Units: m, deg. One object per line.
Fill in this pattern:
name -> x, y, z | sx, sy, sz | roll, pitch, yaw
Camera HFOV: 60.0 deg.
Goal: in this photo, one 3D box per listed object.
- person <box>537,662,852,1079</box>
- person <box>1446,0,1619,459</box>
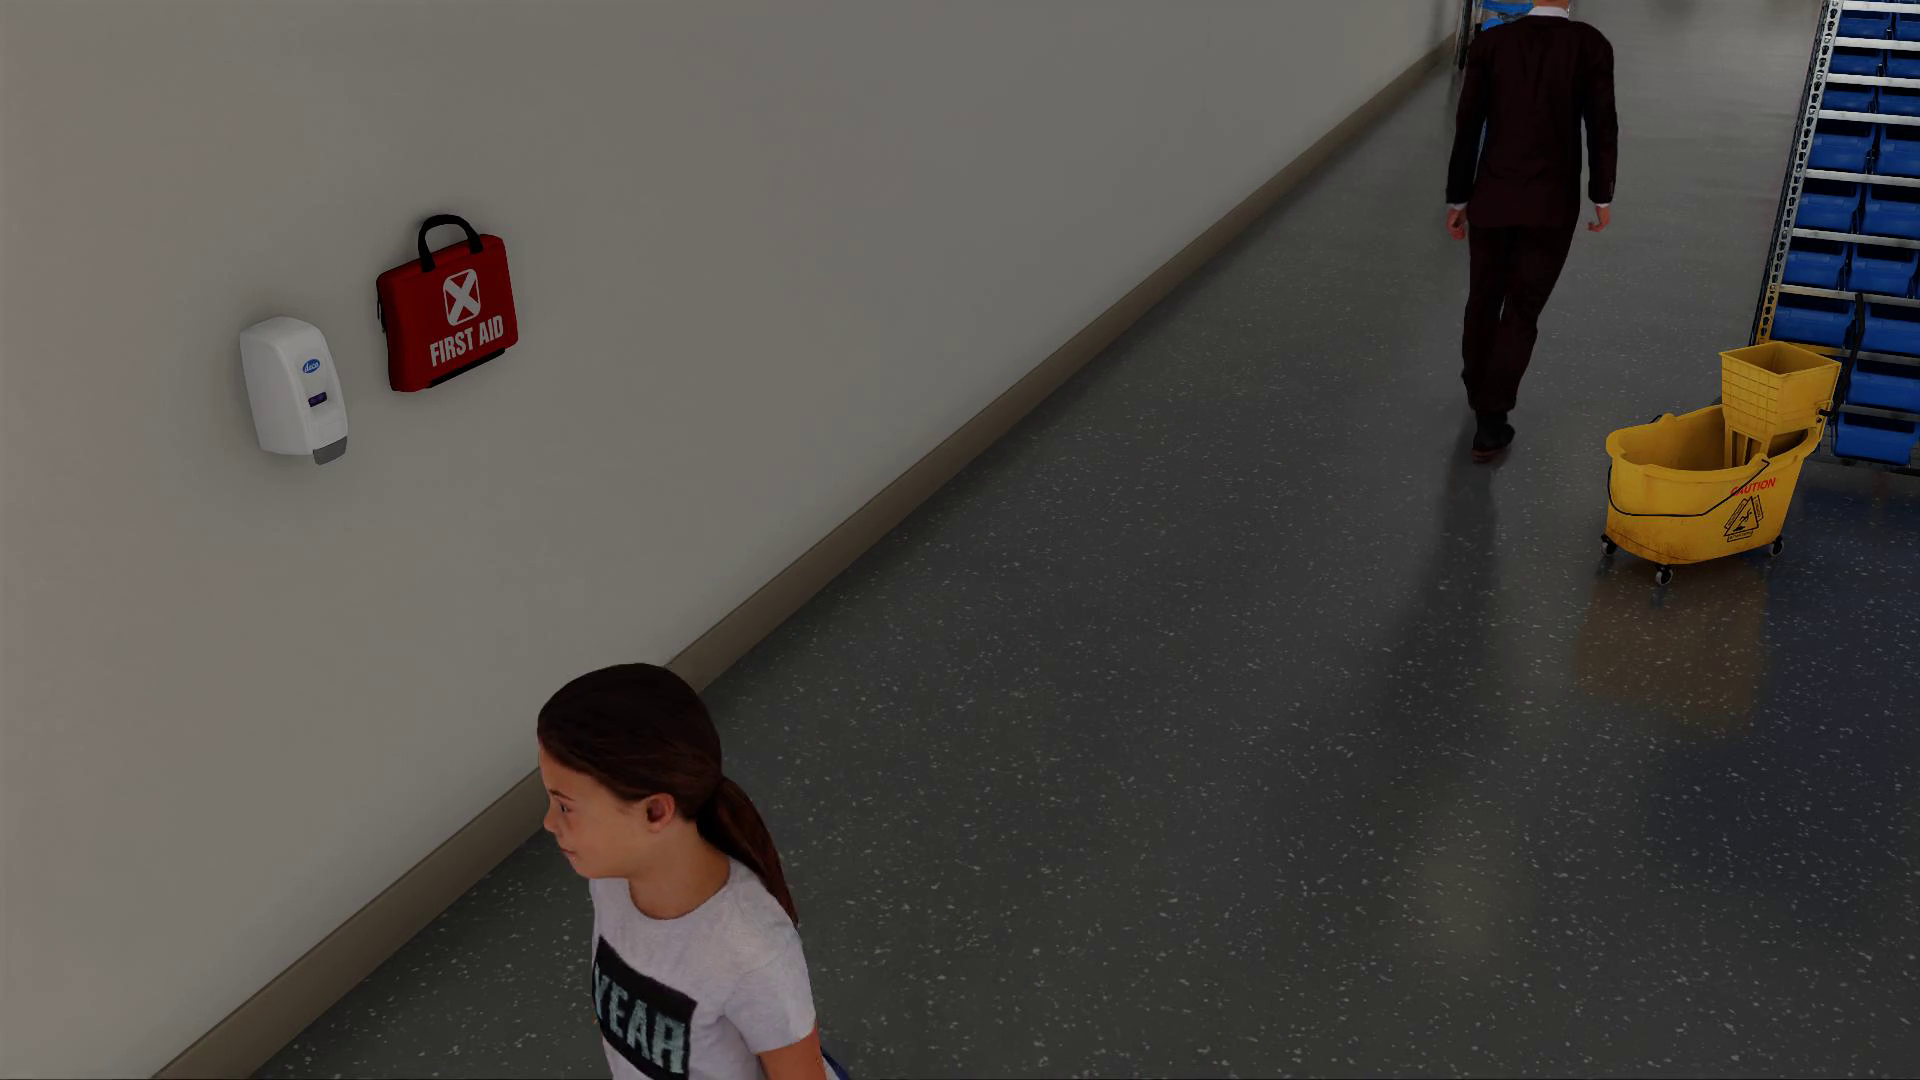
person -> -0.206, 0.824, 2.216 | 0.958, 1.506, 1.085 | -22, 33, -38
person -> 2.017, -1.185, 6.003 | 0.970, 1.836, 0.845 | 17, 30, 31
